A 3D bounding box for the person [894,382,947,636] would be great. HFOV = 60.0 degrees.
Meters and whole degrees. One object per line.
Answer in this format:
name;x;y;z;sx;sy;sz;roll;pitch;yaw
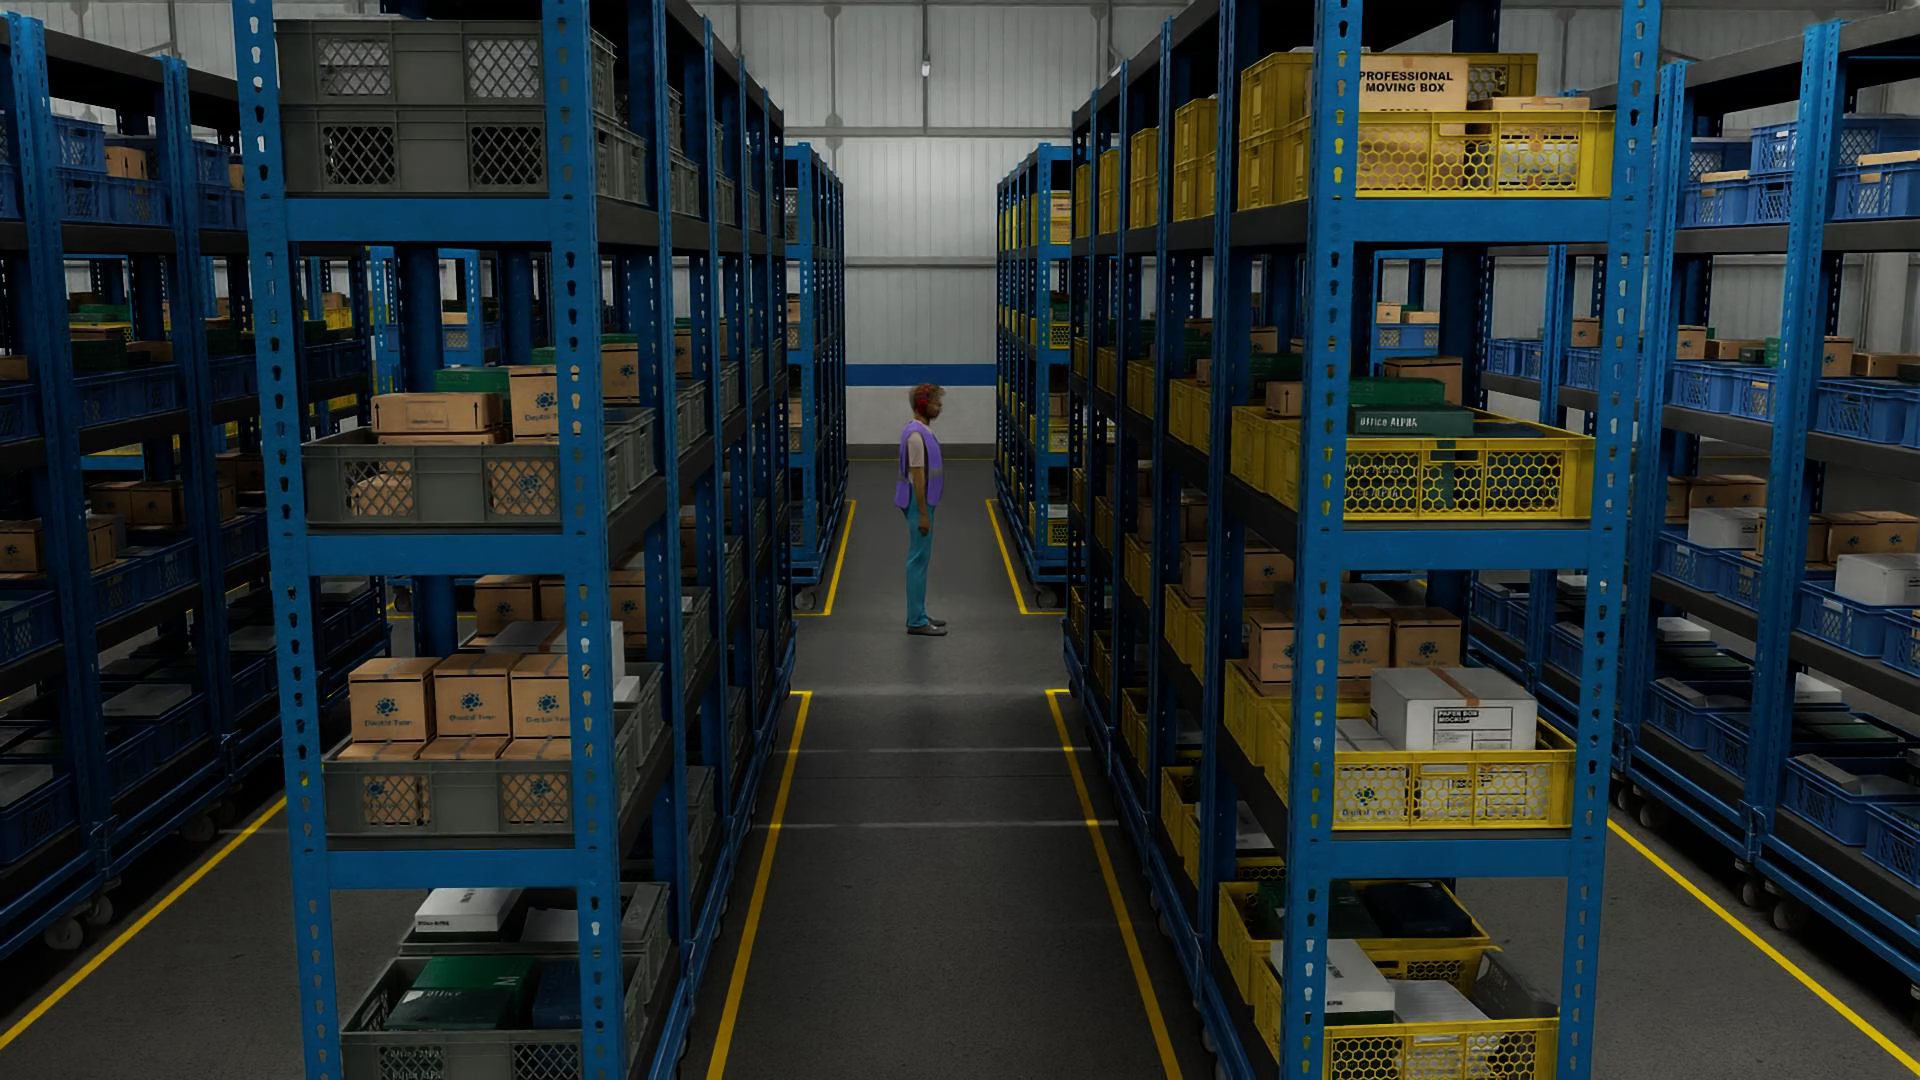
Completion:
person;-0.289;-0.231;12.175;0.390;1.850;0.565;0;9;0
